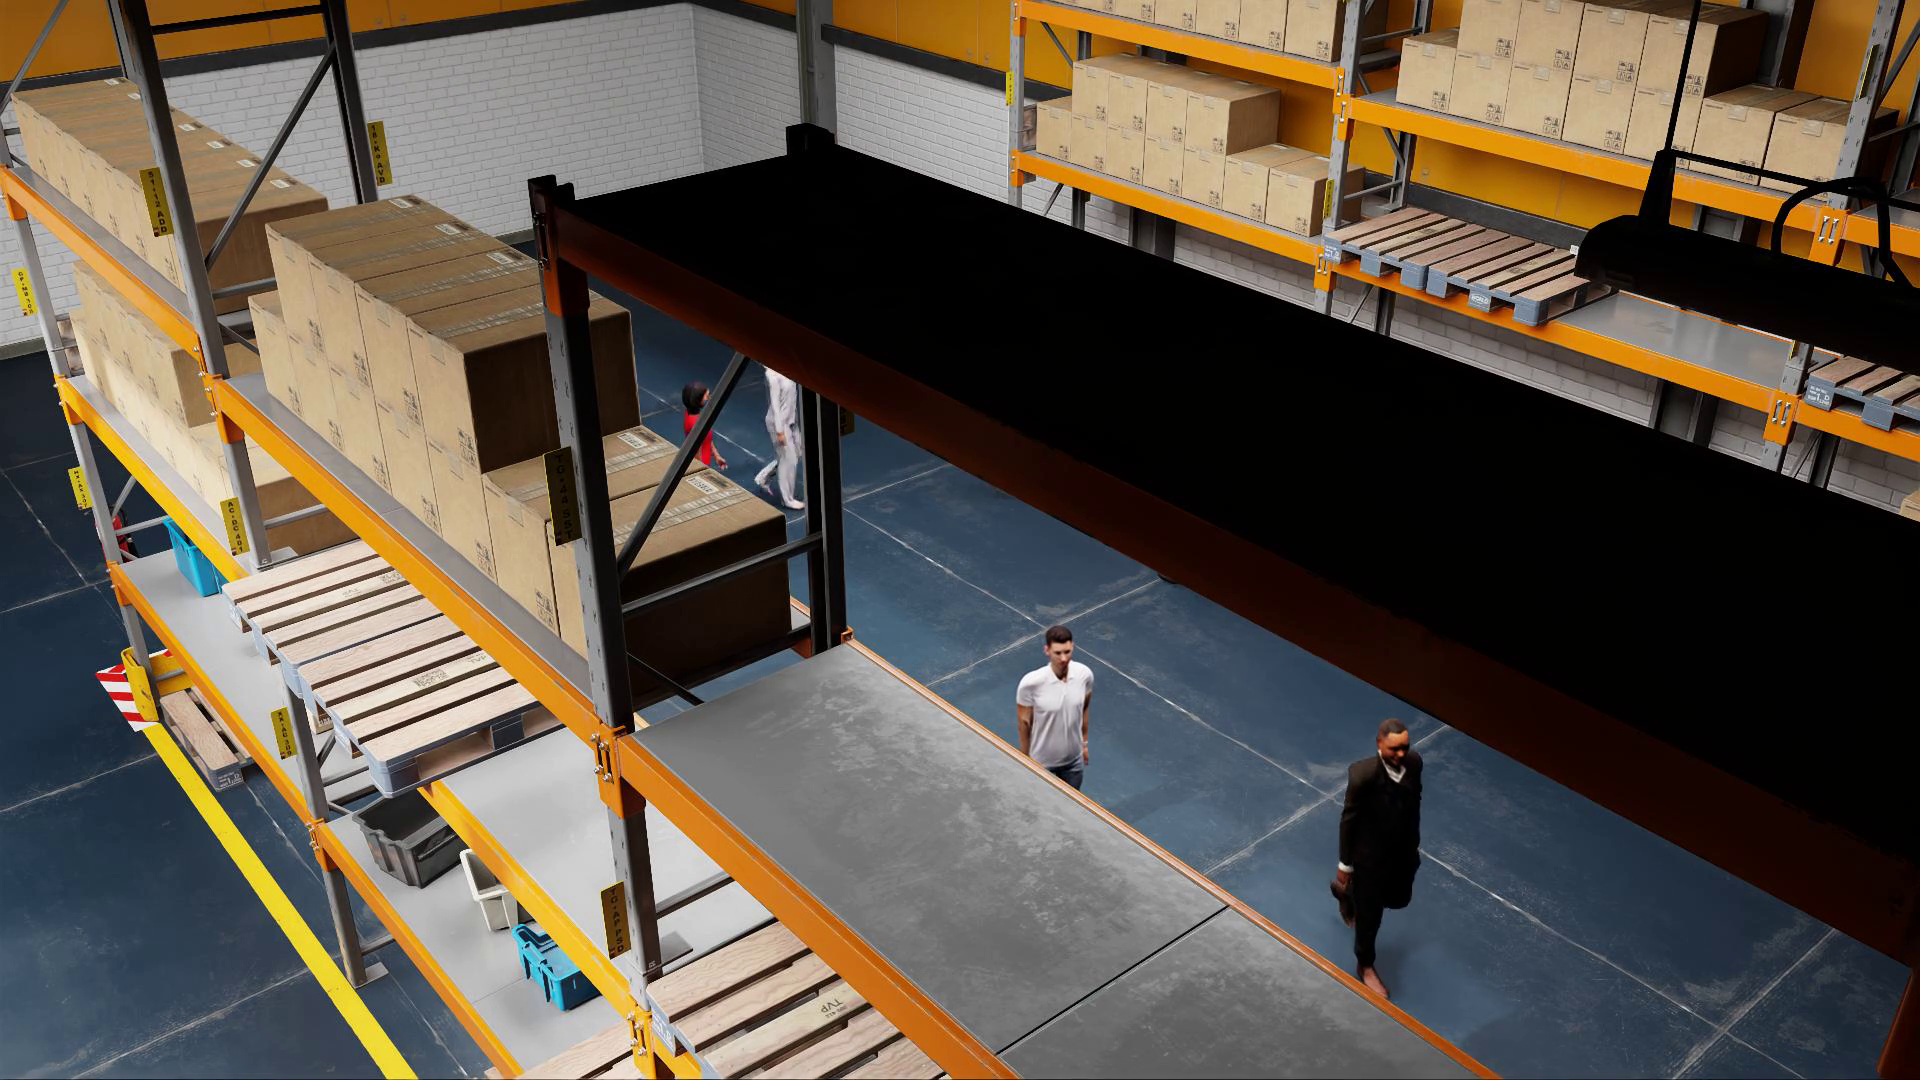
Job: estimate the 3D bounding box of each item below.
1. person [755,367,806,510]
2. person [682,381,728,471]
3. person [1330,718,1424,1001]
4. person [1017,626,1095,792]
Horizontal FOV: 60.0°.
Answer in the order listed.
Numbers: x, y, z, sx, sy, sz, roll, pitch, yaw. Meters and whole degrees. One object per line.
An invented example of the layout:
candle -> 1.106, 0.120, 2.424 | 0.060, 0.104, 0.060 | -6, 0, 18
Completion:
person -> -1.748, -1.108, 15.626 | 0.885, 1.759, 0.816 | 5, 29, 9
person -> -2.405, -0.572, 14.707 | 0.905, 1.699, 1.117 | -9, 30, -17
person -> 2.513, 1.840, 10.089 | 0.905, 1.887, 1.124 | -11, 30, -19
person -> 0.622, 1.376, 10.961 | 0.751, 1.866, 0.714 | -8, 30, -15
